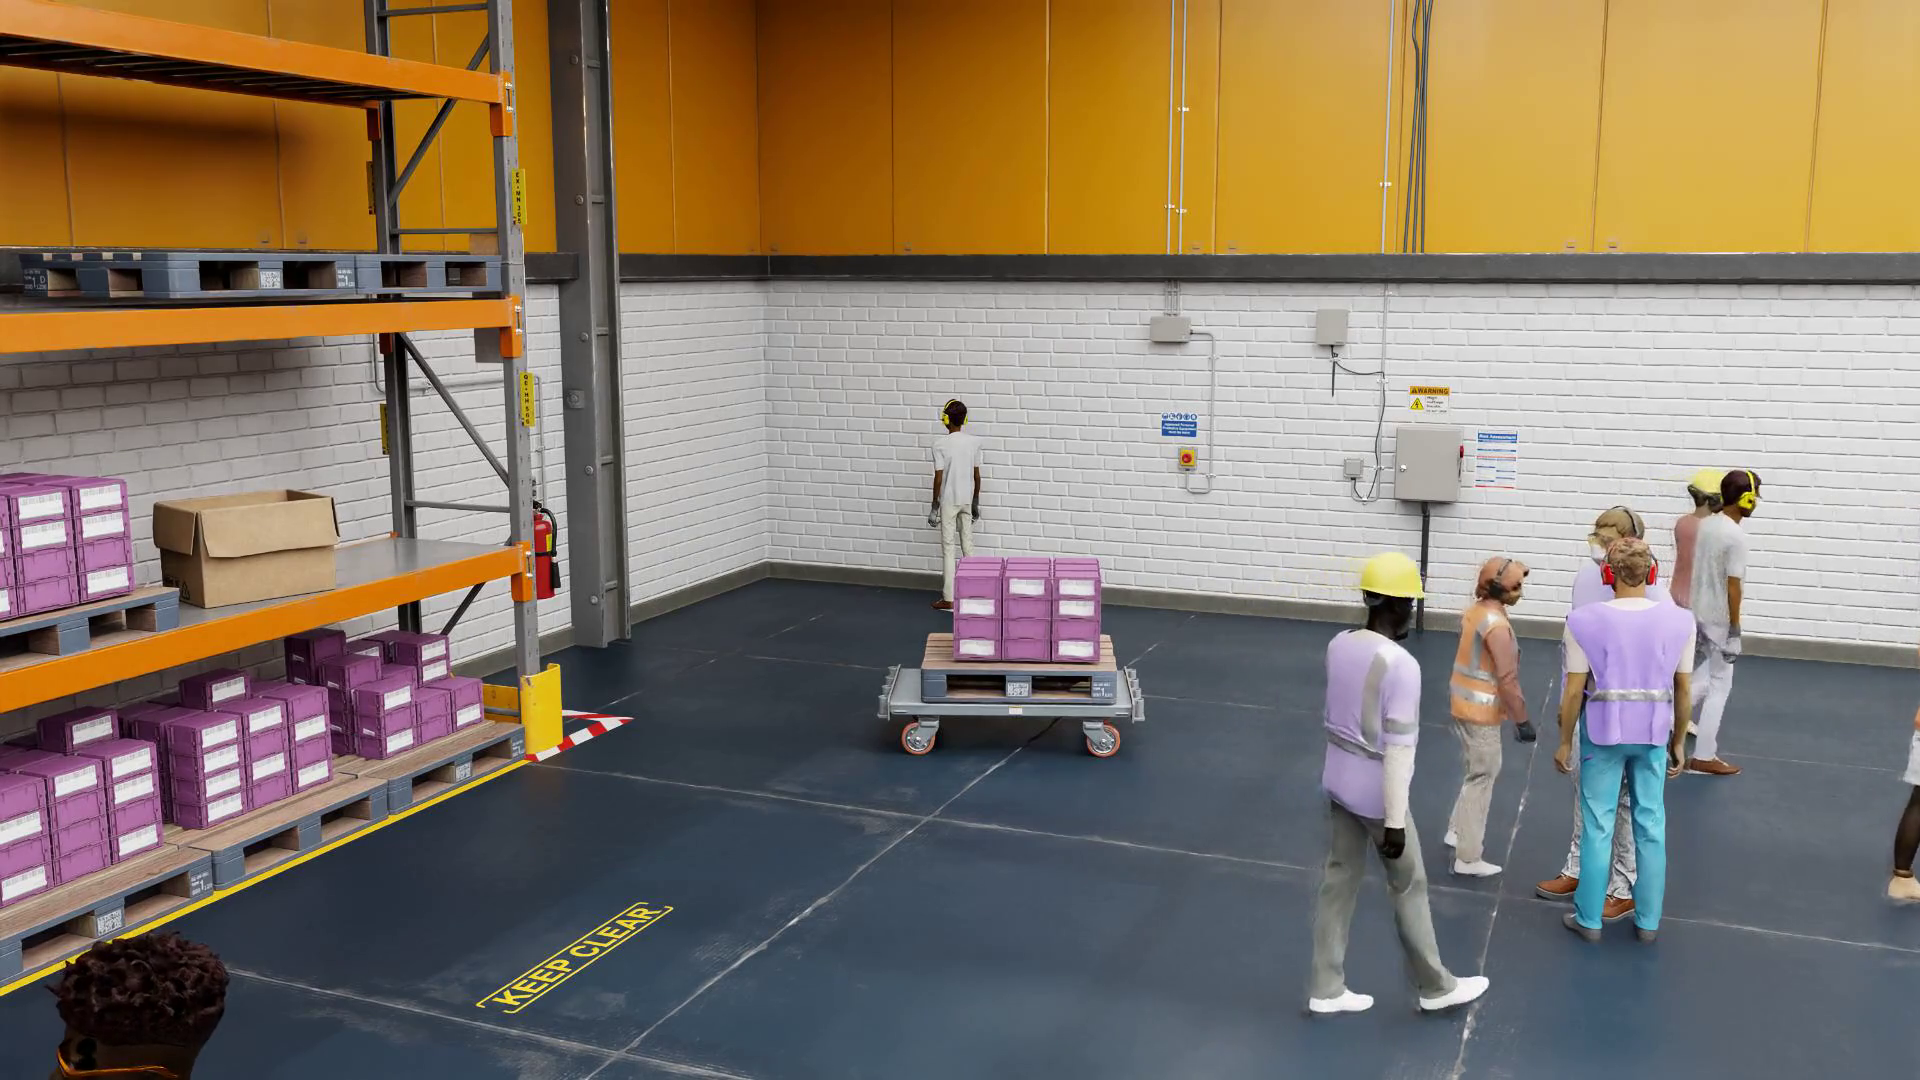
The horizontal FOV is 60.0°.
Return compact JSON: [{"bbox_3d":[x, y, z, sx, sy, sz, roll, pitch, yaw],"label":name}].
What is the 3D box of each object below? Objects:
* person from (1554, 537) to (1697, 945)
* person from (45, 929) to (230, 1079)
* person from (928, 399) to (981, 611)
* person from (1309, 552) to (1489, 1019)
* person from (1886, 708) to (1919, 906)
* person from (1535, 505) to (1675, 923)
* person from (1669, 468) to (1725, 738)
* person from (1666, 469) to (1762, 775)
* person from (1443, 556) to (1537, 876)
[{"bbox_3d":[2.953,0.905,7.409,0.563,1.838,0.389,1,9,6],"label":"person"},{"bbox_3d":[-1.314,1.600,2.814,0.367,1.966,0.606,-5,10,-27],"label":"person"},{"bbox_3d":[-0.050,-0.305,14.651,0.514,1.872,0.324,-6,11,-33],"label":"person"},{"bbox_3d":[1.756,0.989,6.696,0.779,1.899,0.615,-3,10,-20],"label":"person"},{"bbox_3d":[4.803,0.921,7.886,0.853,1.634,0.526,-2,10,-12],"label":"person"},{"bbox_3d":[3.015,0.799,7.749,0.372,1.940,0.632,-3,10,-19],"label":"person"},{"bbox_3d":[4.749,0.409,10.679,0.355,1.751,0.527,-1,9,-9],"label":"person"},{"bbox_3d":[4.444,0.495,9.854,0.493,1.849,0.572,0,9,-2],"label":"person"},{"bbox_3d":[2.632,0.870,8.281,0.406,1.624,0.550,0,9,1],"label":"person"}]
